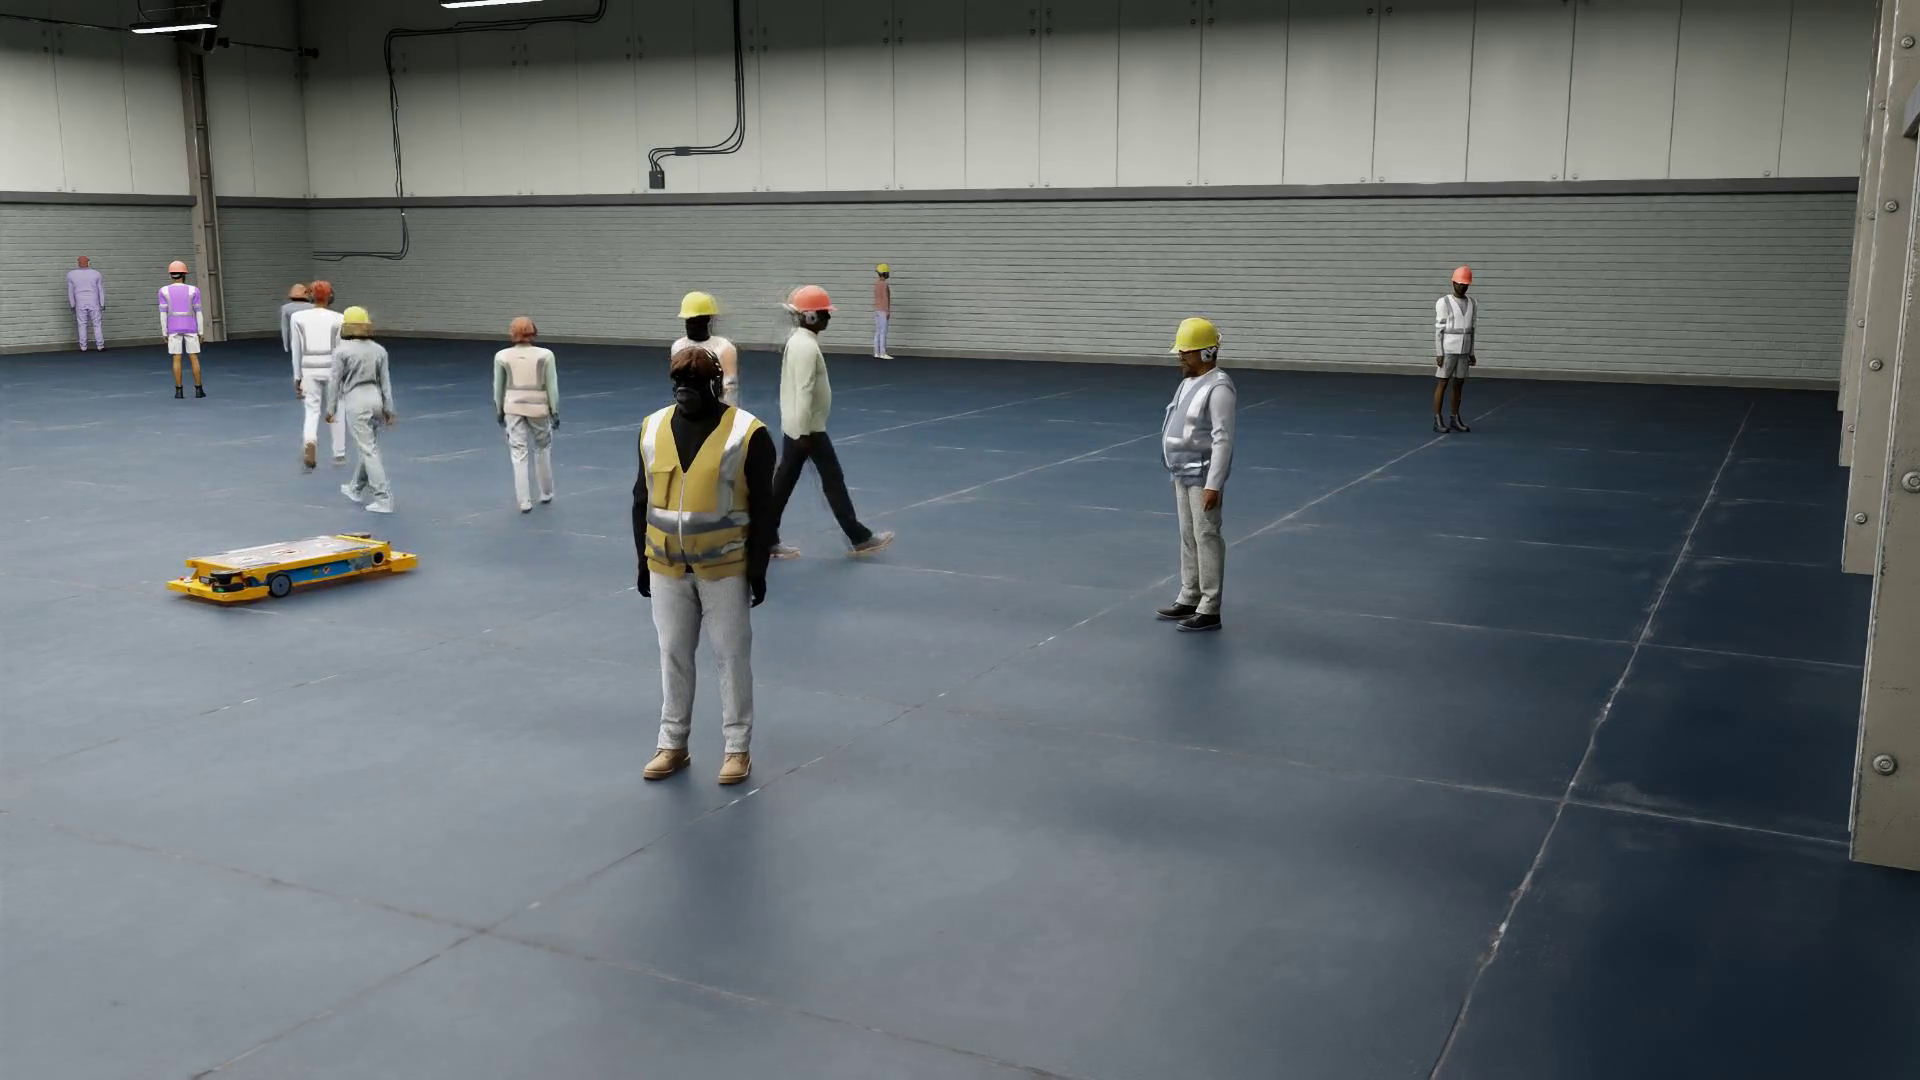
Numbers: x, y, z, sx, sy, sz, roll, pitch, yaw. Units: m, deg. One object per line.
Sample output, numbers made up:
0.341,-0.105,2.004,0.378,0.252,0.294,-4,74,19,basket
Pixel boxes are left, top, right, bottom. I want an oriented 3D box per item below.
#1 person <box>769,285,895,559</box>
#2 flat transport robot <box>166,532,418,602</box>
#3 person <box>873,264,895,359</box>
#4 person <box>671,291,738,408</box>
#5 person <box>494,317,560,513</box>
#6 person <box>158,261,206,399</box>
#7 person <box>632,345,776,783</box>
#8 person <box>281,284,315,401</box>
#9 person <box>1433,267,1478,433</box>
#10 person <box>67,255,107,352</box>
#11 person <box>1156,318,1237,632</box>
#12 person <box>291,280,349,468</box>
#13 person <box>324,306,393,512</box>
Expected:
-1.003,-0.820,11.779,1.008,1.937,0.642,-3,11,-15,person
-4.390,0.162,10.992,0.652,0.197,1.431,7,13,35,flat transport robot
-1.448,-4.232,30.946,0.403,1.779,0.544,-4,11,-22,person
-1.864,-0.904,12.388,0.596,1.896,0.921,6,12,28,person
-3.636,-1.067,14.019,0.545,1.602,0.782,-1,10,-7,person
-10.988,-2.965,23.500,0.548,1.934,0.375,-4,11,-22,person
-1.090,0.108,7.000,0.622,1.844,0.429,2,11,12,person
-9.192,-2.766,23.305,0.500,1.609,0.694,-1,10,-4,person
5.796,-2.213,19.406,0.545,1.933,0.376,-4,11,-20,person
-17.191,-4.652,32.779,0.648,1.907,0.409,-4,11,-22,person
1.380,-0.380,9.709,0.403,1.824,0.589,-2,11,-13,person
-6.302,-1.625,16.418,0.583,1.858,0.780,-2,11,-9,person
-5.086,-1.099,13.983,0.902,1.697,0.496,7,12,33,person
